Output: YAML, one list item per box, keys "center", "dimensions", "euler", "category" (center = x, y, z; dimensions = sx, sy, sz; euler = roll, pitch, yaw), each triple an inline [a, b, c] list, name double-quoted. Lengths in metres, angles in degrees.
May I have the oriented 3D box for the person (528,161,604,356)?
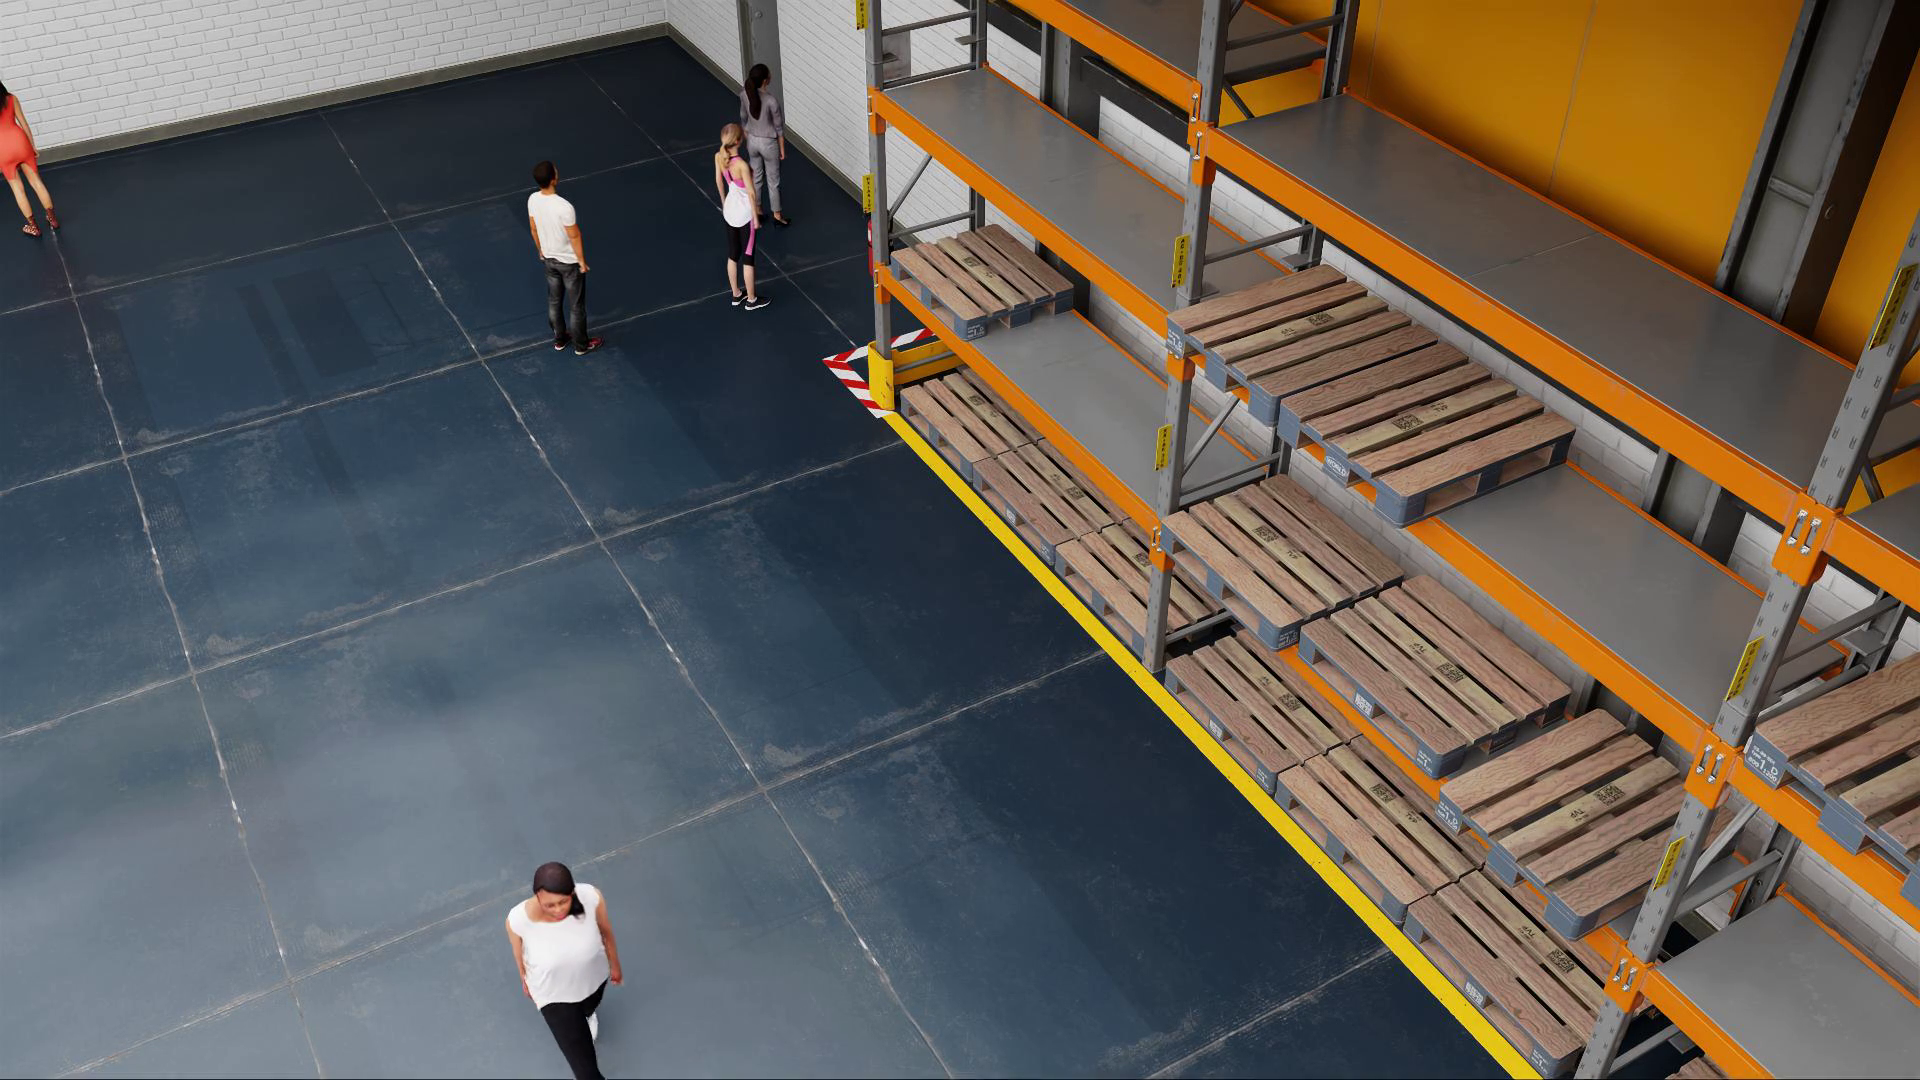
- center: [-3.475, -2.455, 14.458]
  dimensions: [0.665, 1.804, 0.778]
  euler: [17, 42, 20]
  category: "person"

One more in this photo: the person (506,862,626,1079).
- center: [-2.037, 2.237, 8.706]
  dimensions: [0.657, 1.651, 1.067]
  euler: [-18, 42, -22]
  category: "person"

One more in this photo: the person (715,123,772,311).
- center: [-2.002, -2.924, 15.058]
  dimensions: [0.581, 1.788, 0.729]
  euler: [27, 46, 30]
  category: "person"

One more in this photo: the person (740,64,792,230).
- center: [-1.924, -3.861, 16.320]
  dimensions: [0.692, 1.677, 0.787]
  euler: [18, 42, 22]
  category: "person"

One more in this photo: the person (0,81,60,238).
- center: [-9.221, -3.785, 16.191]
  dimensions: [0.635, 1.719, 0.662]
  euler: [27, 46, 29]
  category: "person"
